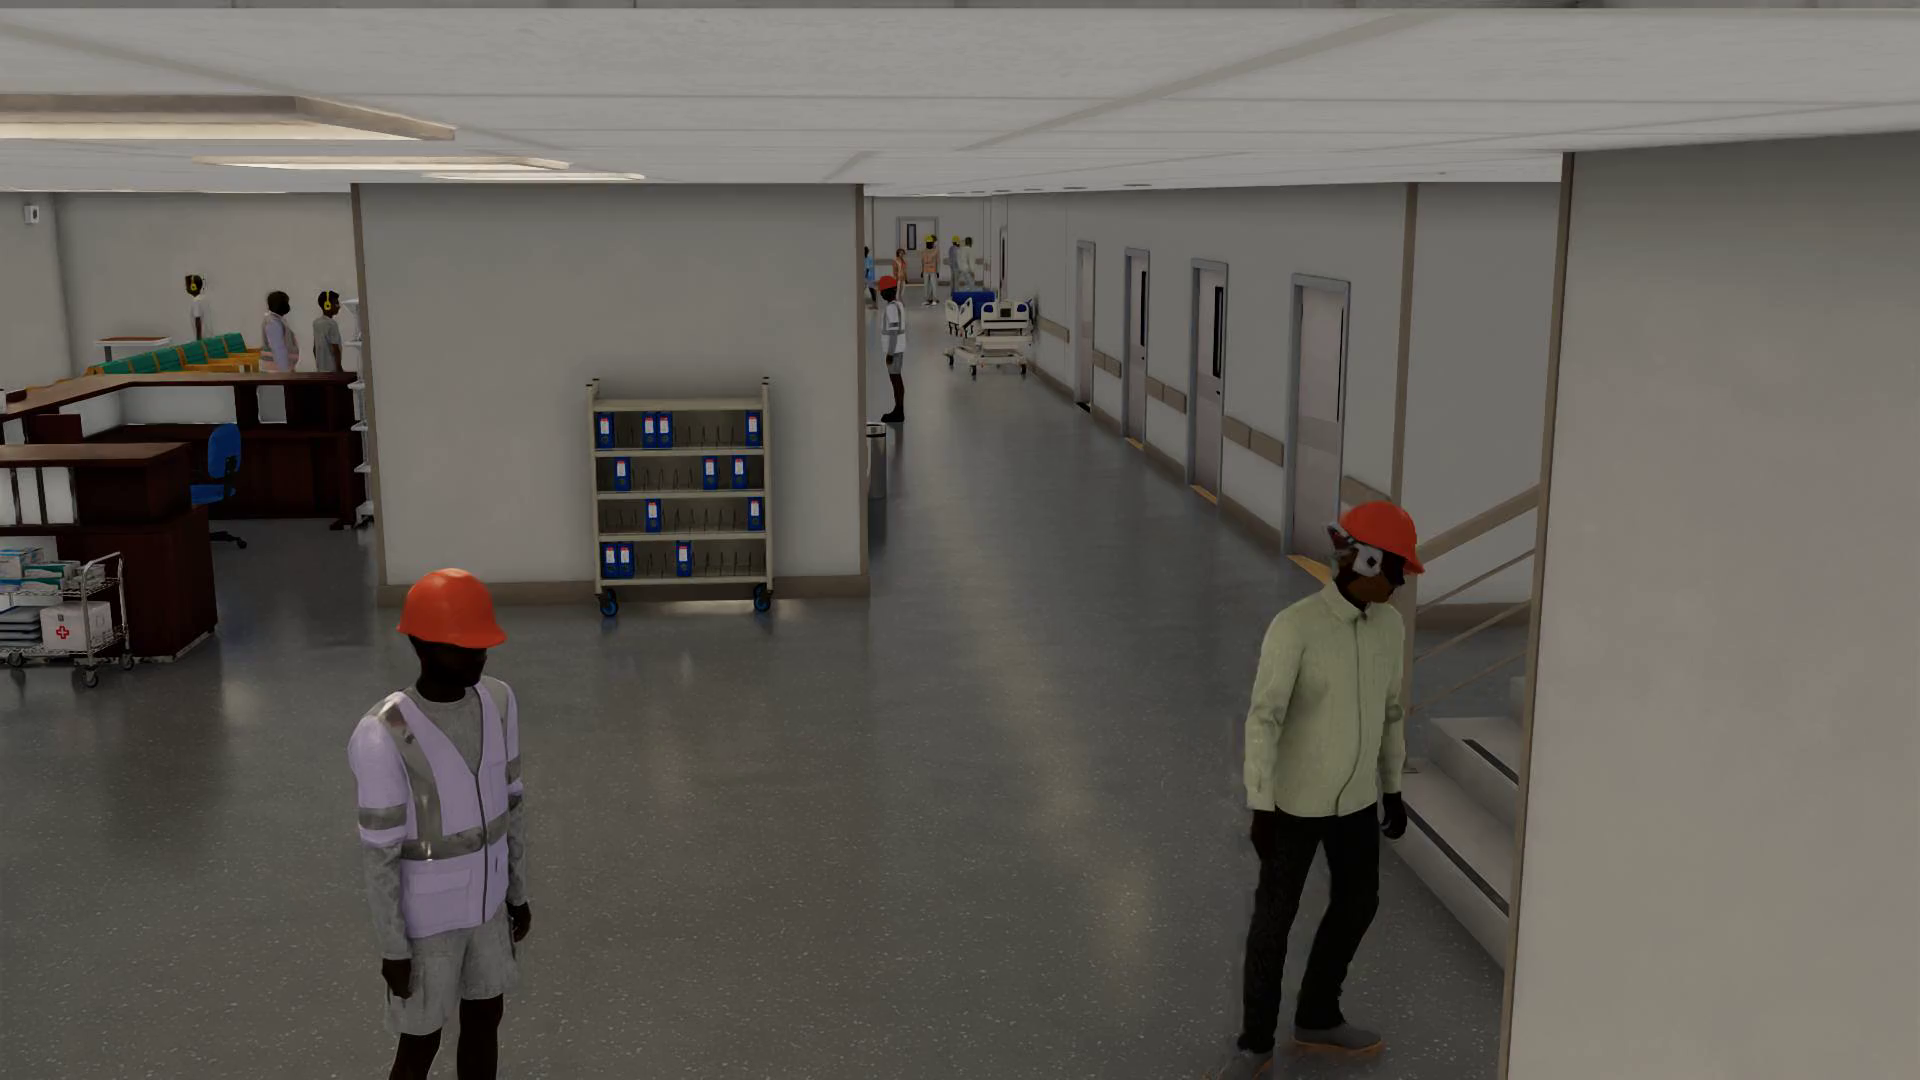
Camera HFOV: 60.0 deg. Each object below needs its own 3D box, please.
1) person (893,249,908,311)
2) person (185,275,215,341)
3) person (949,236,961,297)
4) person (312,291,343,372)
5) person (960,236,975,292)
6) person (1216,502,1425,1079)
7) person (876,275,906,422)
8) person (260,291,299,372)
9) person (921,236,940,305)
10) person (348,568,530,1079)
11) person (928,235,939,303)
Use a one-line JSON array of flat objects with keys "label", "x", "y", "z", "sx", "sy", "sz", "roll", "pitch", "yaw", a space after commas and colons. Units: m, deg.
[{"label": "person", "x": -1.578, "y": -6.858, "z": 43.857, "sx": 0.307, "sy": 1.641, "sz": 0.514, "roll": 9, "pitch": 14, "yaw": 36}, {"label": "person", "x": -10.916, "y": -2.852, "z": 23.748, "sx": 0.603, "sy": 1.849, "sz": 0.565, "roll": -1, "pitch": 12, "yaw": -3}, {"label": "person", "x": -0.113, "y": -8.256, "z": 50.204, "sx": 0.403, "sy": 1.837, "sz": 0.591, "roll": -7, "pitch": 13, "yaw": -29}, {"label": "person", "x": -7.323, "y": -1.960, "z": 19.376, "sx": 0.515, "sy": 1.866, "sz": 0.333, "roll": 10, "pitch": 15, "yaw": 40}, {"label": "person", "x": 0.136, "y": -7.398, "z": 45.841, "sx": 0.574, "sy": 1.912, "sz": 0.641, "roll": -6, "pitch": 13, "yaw": -27}, {"label": "person", "x": 1.153, "y": 0.847, "z": 5.479, "sx": 0.784, "sy": 1.950, "sz": 0.368, "roll": -6, "pitch": 13, "yaw": -28}, {"label": "person", "x": -0.910, "y": -2.517, "z": 21.939, "sx": 0.389, "sy": 1.929, "sz": 0.547, "roll": 1, "pitch": 12, "yaw": 6}, {"label": "person", "x": -8.150, "y": -2.057, "z": 19.961, "sx": 0.431, "sy": 1.833, "sz": 0.644, "roll": -6, "pitch": 13, "yaw": -26}, {"label": "person", "x": -0.836, "y": -7.474, "z": 46.162, "sx": 0.591, "sy": 1.926, "sz": 0.386, "roll": 6, "pitch": 13, "yaw": 28}, {"label": "person", "x": -1.404, "y": 1.020, "z": 4.670, "sx": 0.399, "sy": 1.928, "sz": 0.542, "roll": 7, "pitch": 13, "yaw": 29}, {"label": "person", "x": -0.804, "y": -7.683, "z": 47.197, "sx": 0.391, "sy": 1.928, "sz": 0.636, "roll": 2, "pitch": 12, "yaw": 9}]
